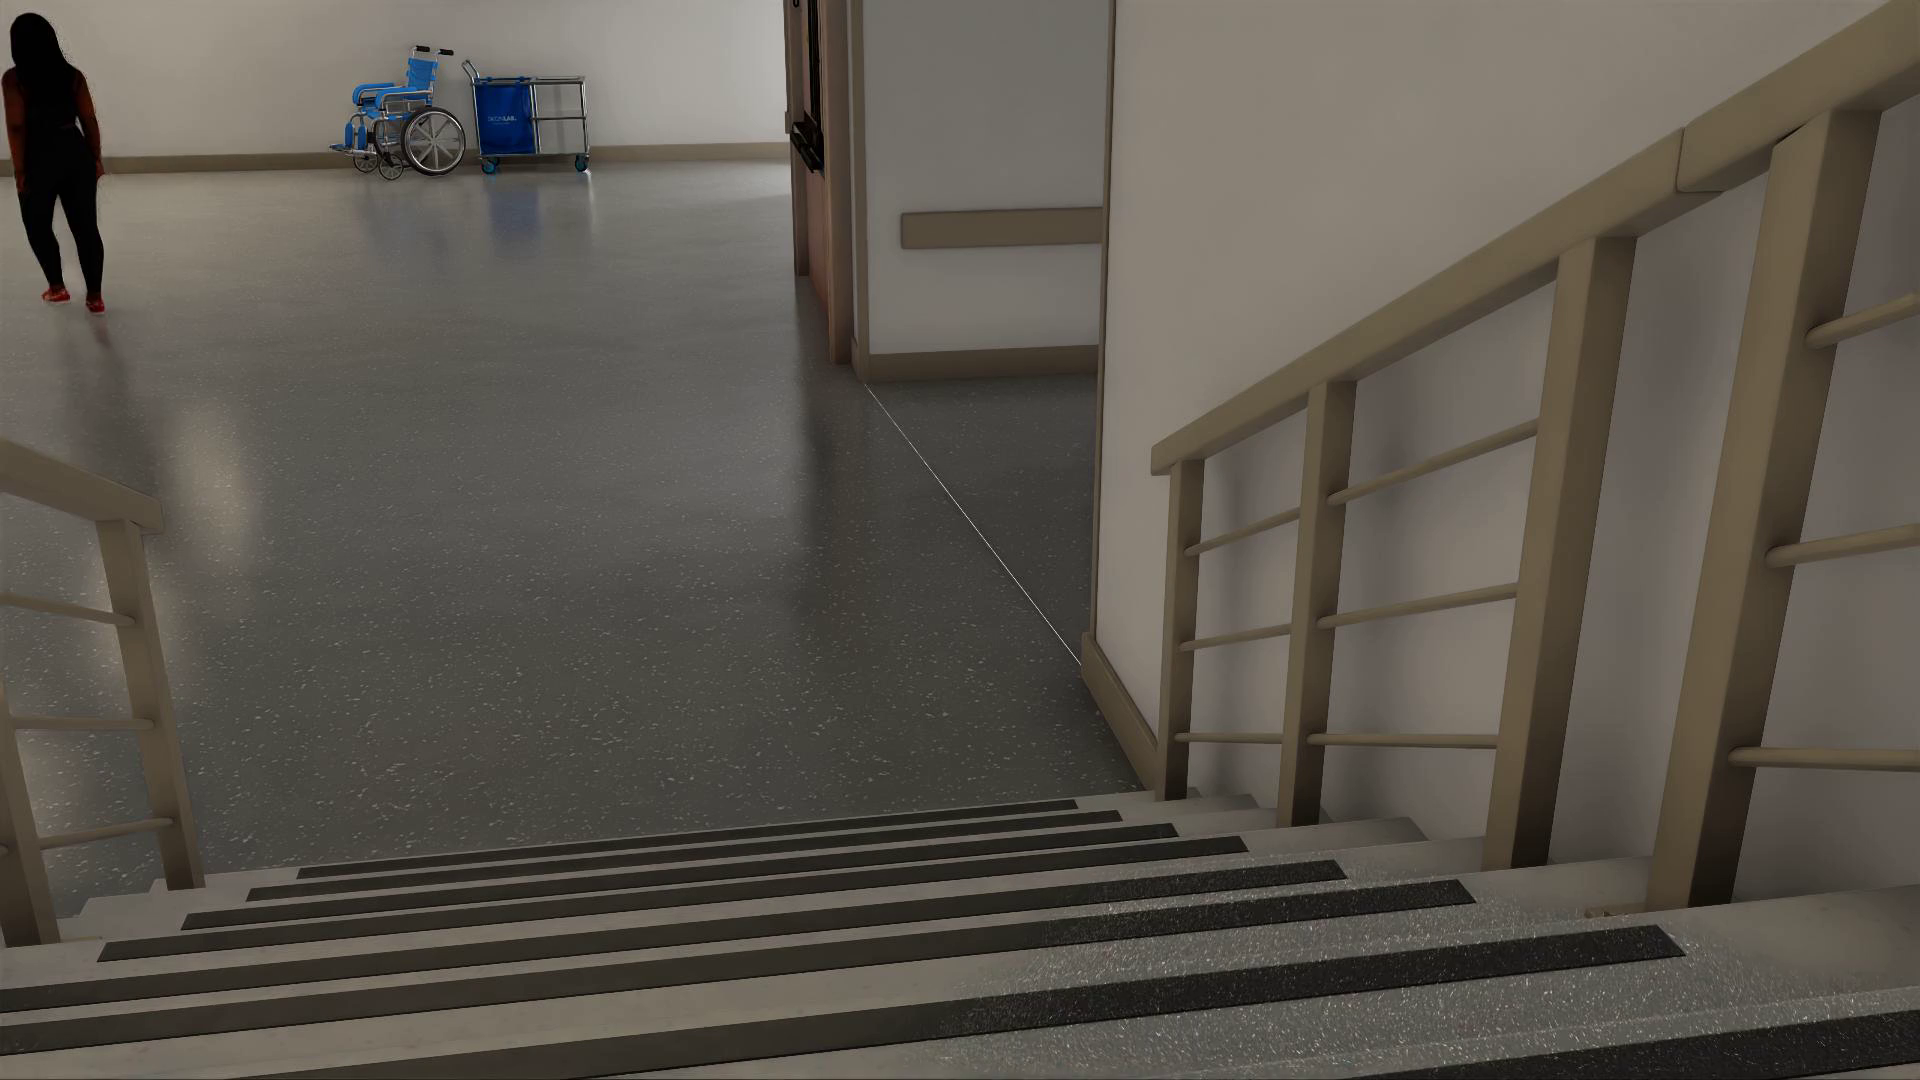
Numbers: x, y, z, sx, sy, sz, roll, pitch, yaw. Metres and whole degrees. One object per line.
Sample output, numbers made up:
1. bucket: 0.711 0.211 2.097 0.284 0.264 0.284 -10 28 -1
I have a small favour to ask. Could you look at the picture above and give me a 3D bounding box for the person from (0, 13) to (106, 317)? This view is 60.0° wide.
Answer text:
1. person: -5.464 -2.249 10.105 0.887 1.799 0.966 -17 26 -37
